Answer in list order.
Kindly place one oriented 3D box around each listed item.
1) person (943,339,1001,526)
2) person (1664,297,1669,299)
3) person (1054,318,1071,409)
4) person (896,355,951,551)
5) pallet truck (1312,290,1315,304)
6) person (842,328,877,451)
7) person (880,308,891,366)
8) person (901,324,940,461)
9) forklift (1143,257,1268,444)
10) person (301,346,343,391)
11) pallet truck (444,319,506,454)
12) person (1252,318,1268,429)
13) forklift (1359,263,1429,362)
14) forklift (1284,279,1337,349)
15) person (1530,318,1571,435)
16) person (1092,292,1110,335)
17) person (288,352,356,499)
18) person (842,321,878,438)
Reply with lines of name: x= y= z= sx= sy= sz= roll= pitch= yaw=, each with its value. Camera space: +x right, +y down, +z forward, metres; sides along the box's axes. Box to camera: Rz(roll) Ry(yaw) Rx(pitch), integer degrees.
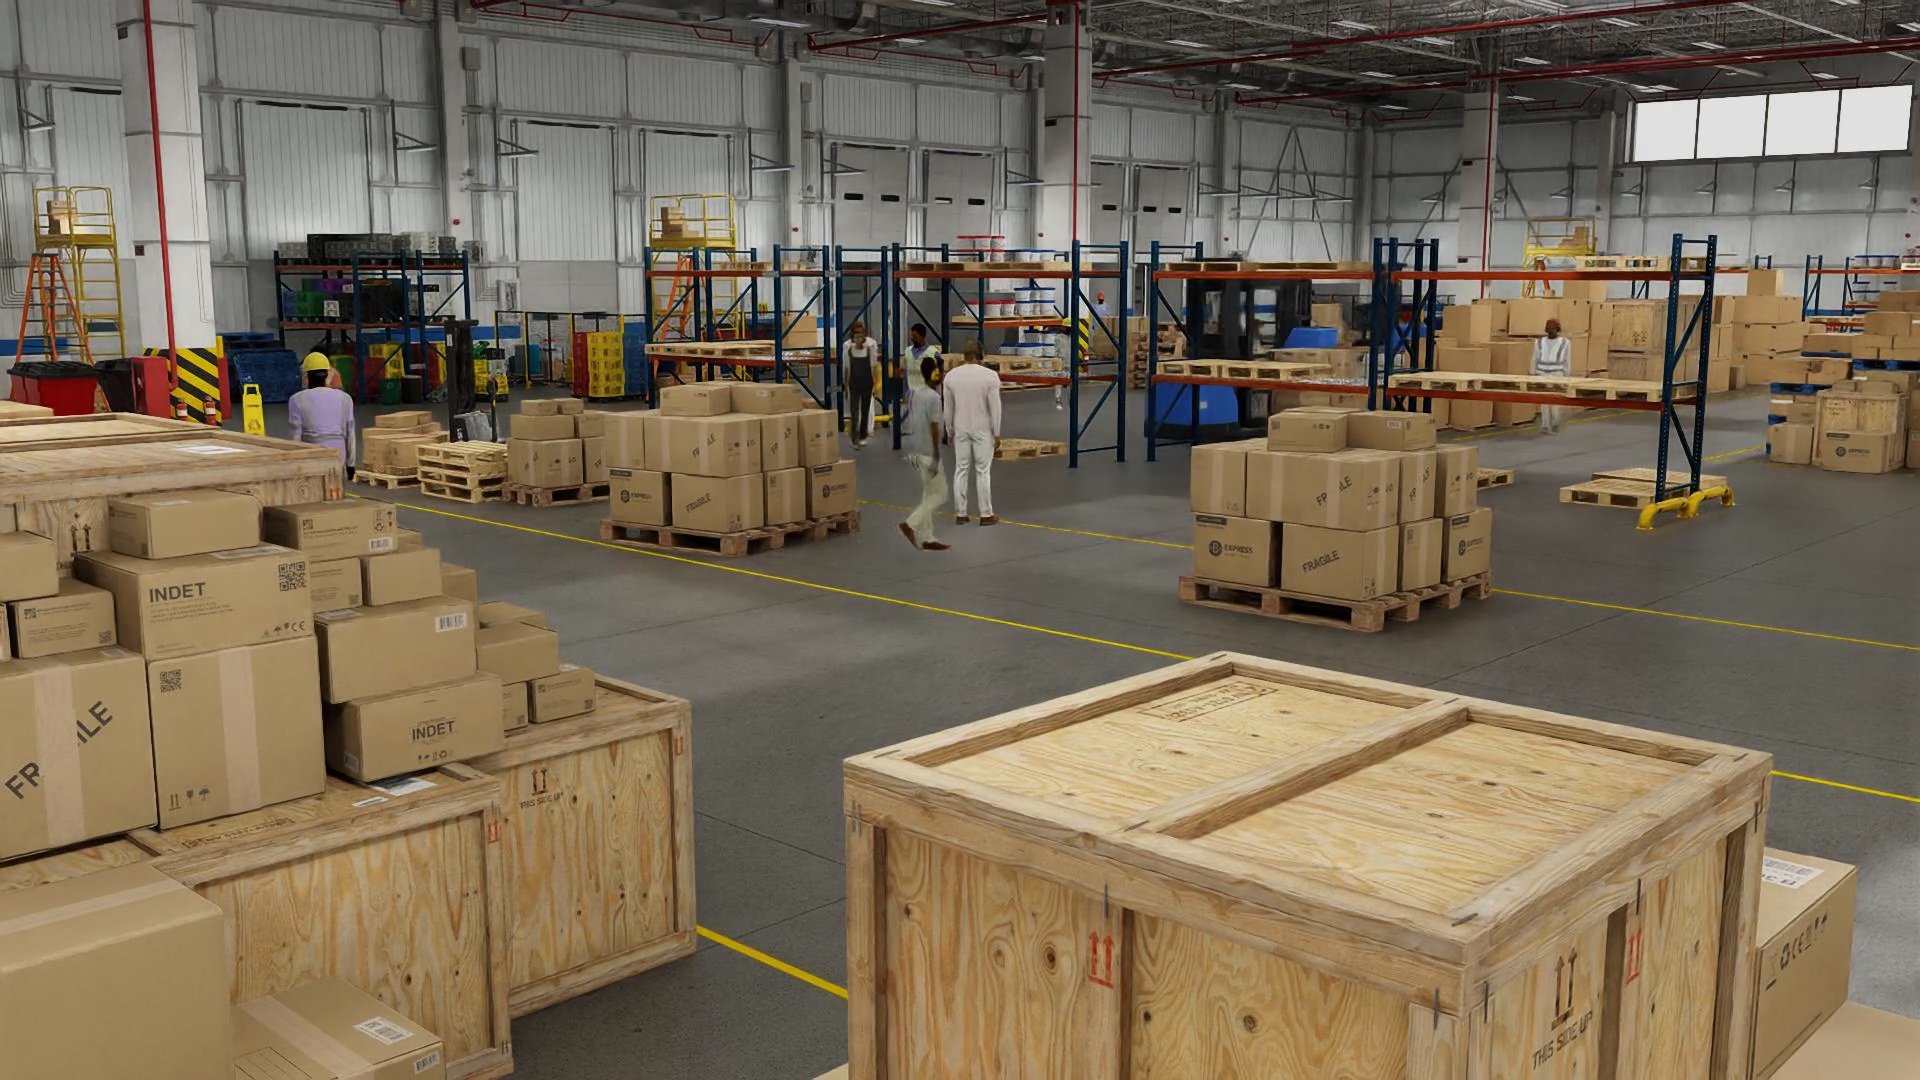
person: x=0.134 y=-1.108 z=17.234 sx=0.627 sy=1.935 sz=0.372 roll=4 pitch=10 yaw=22
person: x=18.429 y=-5.387 z=43.473 sx=0.422 sy=1.924 sz=0.662 roll=4 pitch=10 yaw=22
person: x=2.017 y=-3.332 z=31.479 sx=0.485 sy=1.738 sz=0.320 roll=-2 pitch=10 yaw=-13
person: x=-0.341 y=-0.797 z=15.563 sx=0.506 sy=1.859 sz=0.513 roll=-5 pitch=10 yaw=-27
pallet truck: x=11.297 y=-6.951 z=52.861 sx=1.885 sy=1.965 sz=0.823 roll=-5 pitch=11 yaw=-29
person: x=-1.486 y=-2.239 z=24.632 sx=0.505 sy=1.808 sz=0.944 roll=-1 pitch=9 yaw=-7
person: x=-1.970 y=-5.341 z=44.116 sx=0.314 sy=1.634 sz=0.515 roll=1 pitch=9 yaw=7
person: x=-0.533 y=-2.020 z=22.893 sx=0.588 sy=1.913 sz=0.390 roll=7 pitch=11 yaw=36
forklift: x=3.851 y=-2.948 z=25.621 sx=1.873 sy=2.768 sz=1.129 roll=-7 pitch=12 yaw=-36
person: x=-8.498 y=-1.786 z=22.263 sx=0.528 sy=1.651 sz=0.921 roll=1 pitch=9 yaw=6
pallet truck: x=-6.981 y=-1.942 z=22.150 sx=1.885 sy=1.965 sz=0.823 roll=1 pitch=9 yaw=9
person: x=4.600 y=-2.558 z=26.278 sx=1.013 sy=1.897 sz=0.643 roll=2 pitch=9 yaw=13
forklift: x=12.348 y=-6.453 z=47.110 sx=1.873 sy=2.768 sz=1.129 roll=3 pitch=10 yaw=17
forklift: x=9.053 y=-6.013 z=44.414 sx=1.873 sy=2.768 sz=1.129 roll=9 pitch=13 yaw=43
person: x=9.416 y=-2.603 z=26.611 sx=0.582 sy=1.866 sz=0.509 roll=7 pitch=11 yaw=35
person: x=4.357 y=-6.687 z=51.458 sx=0.544 sy=1.930 sz=0.389 roll=1 pitch=9 yaw=5
person: x=-5.688 y=-0.710 z=14.843 sx=0.402 sy=1.921 sz=0.594 roll=8 pitch=12 yaw=42
person: x=-1.589 y=-2.513 z=26.145 sx=0.623 sy=1.840 sz=0.430 roll=-7 pitch=11 yaw=-35
